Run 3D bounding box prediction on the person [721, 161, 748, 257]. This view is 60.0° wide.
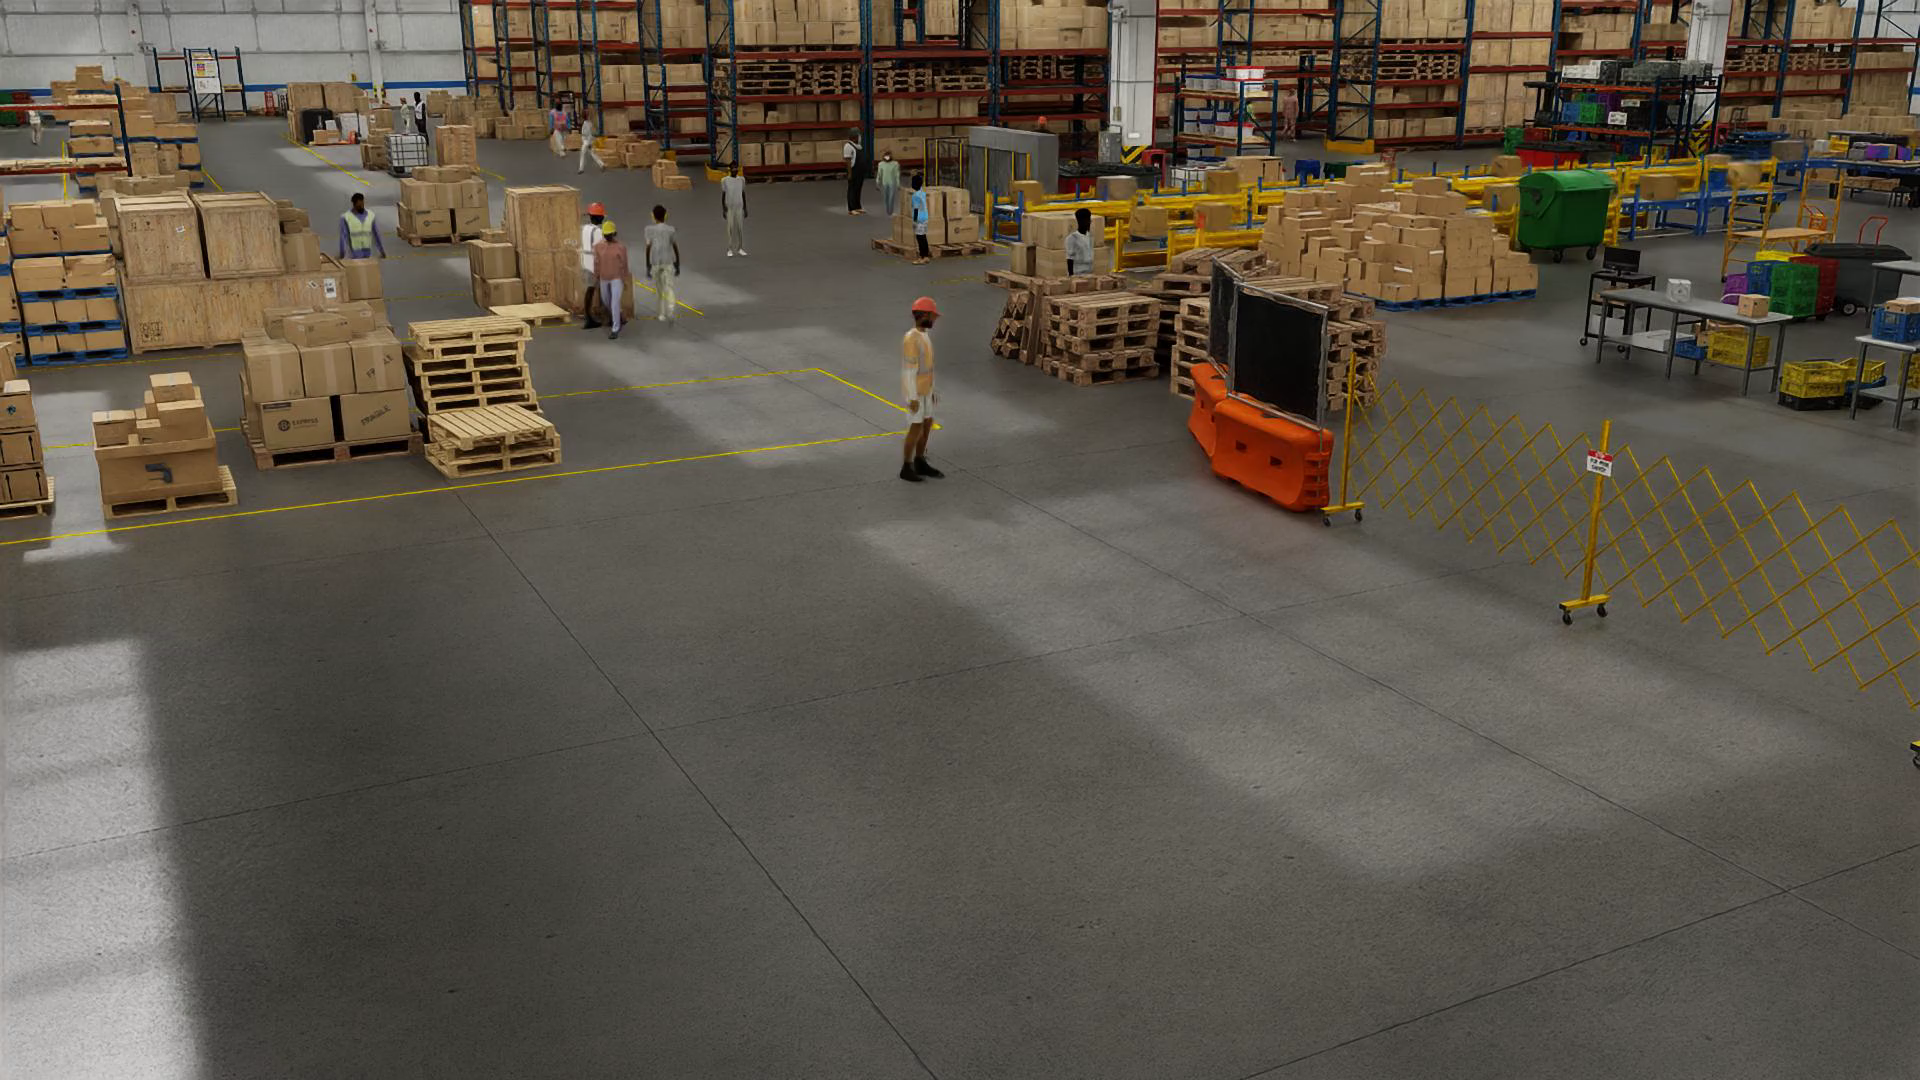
[{"bbox_3d":[-4.450,-6.549,32.884,0.531,1.867,0.317,-9,20,-26],"label":"person"}]

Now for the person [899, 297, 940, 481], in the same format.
[{"bbox_3d":[-0.432,-1.537,17.260,0.338,1.907,0.580,6,19,17],"label":"person"}]

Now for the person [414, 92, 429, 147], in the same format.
[{"bbox_3d":[-18.926,-14.754,58.405,0.589,1.909,0.386,15,23,38],"label":"person"}]

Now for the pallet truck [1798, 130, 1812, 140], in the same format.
[{"bbox_3d":[25.526,-11.556,49.408,1.630,1.274,0.653,-9,20,-26],"label":"pallet truck"}]

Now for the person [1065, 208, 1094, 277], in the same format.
[{"bbox_3d":[1.773,-3.875,24.386,0.366,1.967,0.603,13,22,35],"label":"person"}]

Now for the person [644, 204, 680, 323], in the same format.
[{"bbox_3d":[-4.615,-4.269,25.830,0.513,1.848,0.728,-4,18,-12],"label":"person"}]

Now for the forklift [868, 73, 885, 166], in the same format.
[{"bbox_3d":[-2.579,-13.046,51.505,1.873,2.768,1.129,-9,20,-26],"label":"forklift"}]

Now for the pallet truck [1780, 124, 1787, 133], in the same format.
[{"bbox_3d":[25.206,-12.542,52.601,1.601,1.201,0.680,0,18,-2],"label":"pallet truck"}]

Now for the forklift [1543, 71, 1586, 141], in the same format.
[{"bbox_3d":[18.685,-13.231,52.085,1.873,2.768,1.129,-9,20,-26],"label":"forklift"}]

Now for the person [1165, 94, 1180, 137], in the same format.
[{"bbox_3d":[8.123,-16.134,63.199,0.544,1.597,0.809,-7,19,-22],"label":"person"}]

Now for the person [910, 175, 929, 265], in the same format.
[{"bbox_3d":[-0.776,-6.121,31.845,0.326,1.688,0.538,5,18,15],"label":"person"}]

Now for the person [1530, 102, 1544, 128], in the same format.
[{"bbox_3d":[18.644,-13.175,53.622,0.442,1.812,0.616,-11,21,-32],"label":"person"}]

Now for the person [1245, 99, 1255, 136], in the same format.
[{"bbox_3d":[10.467,-15.139,59.961,0.470,1.677,0.542,7,19,21],"label":"person"}]

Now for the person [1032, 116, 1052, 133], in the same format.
[{"bbox_3d":[2.162,-10.216,44.110,0.613,1.995,0.390,-6,19,-17],"label":"person"}]

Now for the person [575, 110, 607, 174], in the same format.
[{"bbox_3d":[-10.974,-11.791,49.251,0.916,1.853,0.579,-4,18,-11],"label":"person"}]

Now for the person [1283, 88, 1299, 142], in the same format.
[{"bbox_3d":[12.118,-15.550,60.882,0.643,1.909,0.409,14,22,37],"label":"person"}]

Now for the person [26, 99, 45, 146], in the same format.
[{"bbox_3d":[-32.868,-14.848,59.156,0.520,1.625,0.439,-1,18,-5],"label":"person"}]

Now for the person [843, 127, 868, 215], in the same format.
[{"bbox_3d":[-2.438,-8.763,39.508,0.538,2.000,0.689,8,19,23],"label":"person"}]

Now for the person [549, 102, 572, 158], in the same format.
[{"bbox_3d":[-13.050,-13.407,54.387,0.635,1.796,0.955,-12,21,-34],"label":"person"}]

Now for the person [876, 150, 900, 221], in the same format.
[{"bbox_3d":[-1.678,-8.204,38.484,0.527,1.582,0.856,3,18,9],"label":"person"}]

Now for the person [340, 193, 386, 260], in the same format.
[{"bbox_3d":[-9.867,-4.792,27.439,1.040,1.854,0.656,14,22,37],"label":"person"}]

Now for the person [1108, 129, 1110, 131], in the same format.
[{"bbox_3d":[3.963,-10.056,44.006,0.559,1.750,0.538,-8,19,-22],"label":"person"}]

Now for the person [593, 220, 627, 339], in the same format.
[{"bbox_3d":[-5.205,-3.923,24.900,0.536,1.746,0.675,4,18,12],"label":"person"}]

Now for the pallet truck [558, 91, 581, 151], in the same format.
[{"bbox_3d":[-13.495,-14.412,57.188,0.823,1.965,1.885,-3,18,-9],"label":"pallet truck"}]

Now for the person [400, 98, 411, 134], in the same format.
[{"bbox_3d":[-20.007,-15.131,60.024,0.314,1.629,0.509,-8,19,-23],"label":"person"}]

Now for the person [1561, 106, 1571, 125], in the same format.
[{"bbox_3d":[20.500,-14.160,56.545,0.925,1.899,0.562,-9,20,-26],"label":"person"}]

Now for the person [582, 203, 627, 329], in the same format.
[{"bbox_3d":[-5.506,-4.218,25.542,0.800,1.903,0.569,-17,24,-42],"label":"person"}]
